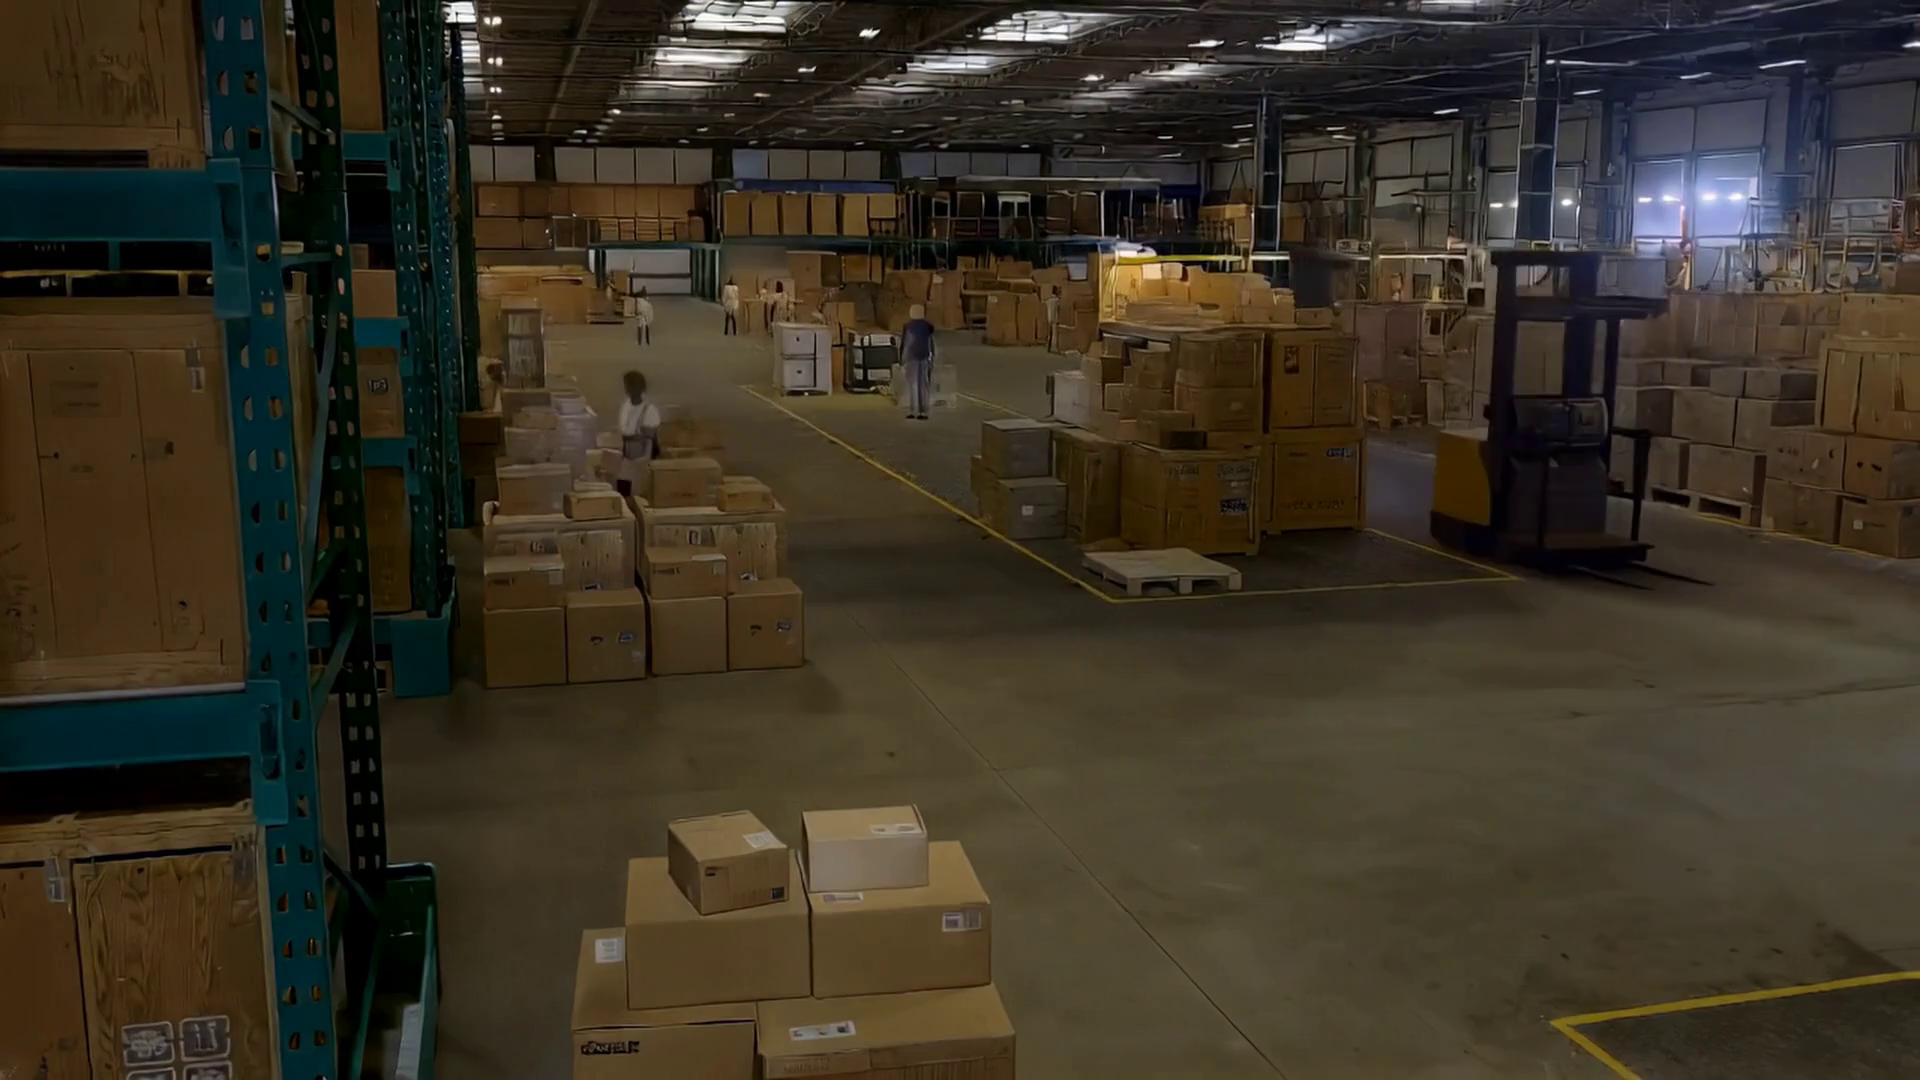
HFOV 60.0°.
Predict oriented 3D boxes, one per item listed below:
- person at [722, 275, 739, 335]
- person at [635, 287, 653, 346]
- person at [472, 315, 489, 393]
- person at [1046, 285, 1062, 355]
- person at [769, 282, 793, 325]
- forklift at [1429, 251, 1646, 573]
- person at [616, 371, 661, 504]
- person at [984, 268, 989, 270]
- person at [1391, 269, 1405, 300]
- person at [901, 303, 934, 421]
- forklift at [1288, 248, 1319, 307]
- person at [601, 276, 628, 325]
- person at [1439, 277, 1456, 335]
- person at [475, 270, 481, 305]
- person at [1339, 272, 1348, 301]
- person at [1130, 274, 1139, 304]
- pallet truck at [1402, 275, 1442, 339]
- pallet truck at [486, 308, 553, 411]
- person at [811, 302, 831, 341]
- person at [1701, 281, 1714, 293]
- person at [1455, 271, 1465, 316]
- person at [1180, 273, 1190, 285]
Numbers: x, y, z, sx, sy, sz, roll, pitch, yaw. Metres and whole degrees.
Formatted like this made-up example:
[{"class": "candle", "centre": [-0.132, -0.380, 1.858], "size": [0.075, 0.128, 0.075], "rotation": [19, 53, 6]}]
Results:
[{"class": "person", "centre": [-7.438, -7.620, 53.988], "size": [0.544, 1.939, 0.354], "rotation": [0, 10, -1]}, {"class": "person", "centre": [-9.143, -6.462, 48.119], "size": [0.532, 1.696, 0.319], "rotation": [-5, 11, -28]}, {"class": "person", "centre": [-9.682, -3.821, 32.483], "size": [1.055, 1.928, 0.638], "rotation": [-3, 10, -14]}, {"class": "person", "centre": [2.496, -5.832, 44.105], "size": [0.320, 1.859, 0.512], "rotation": [-9, 14, -42]}, {"class": "person", "centre": [-4.856, -6.046, 45.132], "size": [0.646, 1.912, 1.002], "rotation": [-2, 10, -9]}, {"class": "forklift", "centre": [5.287, -1.246, 15.230], "size": [1.129, 2.768, 1.873], "rotation": [-3, 10, -15]}, {"class": "person", "centre": [-3.180, -0.789, 16.065], "size": [0.553, 1.655, 0.819], "rotation": [7, 12, 35]}, {"class": "person", "centre": [1.270, -11.269, 74.777], "size": [0.933, 1.906, 0.553], "rotation": [-8, 13, -38]}, {"class": "person", "centre": [20.385, -11.713, 77.439], "size": [0.623, 1.844, 0.430], "rotation": [5, 11, 26]}, {"class": "person", "centre": [-0.701, -2.932, 27.447], "size": [0.635, 1.936, 0.355], "rotation": [-8, 13, -39]}, {"class": "forklift", "centre": [7.888, -5.346, 38.448], "size": [1.873, 2.768, 1.129], "rotation": [-3, 10, -15]}, {"class": "person", "centre": [-12.679, -8.727, 60.727], "size": [0.951, 1.777, 0.593], "rotation": [-2, 10, -13]}, {"class": "person", "centre": [15.837, -7.636, 54.131], "size": [0.585, 1.923, 0.390], "rotation": [9, 13, 41]}, {"class": "person", "centre": [-23.530, -12.265, 80.847], "size": [0.297, 1.744, 0.484], "rotation": [2, 10, 9]}, {"class": "person", "centre": [18.910, -12.391, 81.159], "size": [0.600, 1.890, 0.871], "rotation": [-6, 12, -31]}, {"class": "person", "centre": [6.265, -8.630, 59.861], "size": [0.355, 1.884, 0.576], "rotation": [4, 11, 20]}, {"class": "pallet truck", "centre": [14.620, -7.324, 52.145], "size": [0.823, 1.965, 1.885], "rotation": [8, 13, 40]}, {"class": "pallet truck", "centre": [-6.242, -2.418, 24.362], "size": [0.823, 1.965, 1.885], "rotation": [1, 10, 3]}, {"class": "person", "centre": [-3.231, -4.705, 38.419], "size": [0.523, 1.606, 0.808], "rotation": [-9, 14, -43]}, {"class": "person", "centre": [20.614, -6.226, 46.171], "size": [0.639, 1.913, 0.763], "rotation": [-3, 11, -17]}, {"class": "person", "centre": [20.668, -10.174, 68.672], "size": [0.552, 1.857, 0.494], "rotation": [2, 10, 11]}, {"class": "person", "centre": [8.410, -9.065, 62.366], "size": [0.353, 1.877, 0.573], "rotation": [-5, 11, -28]}]
